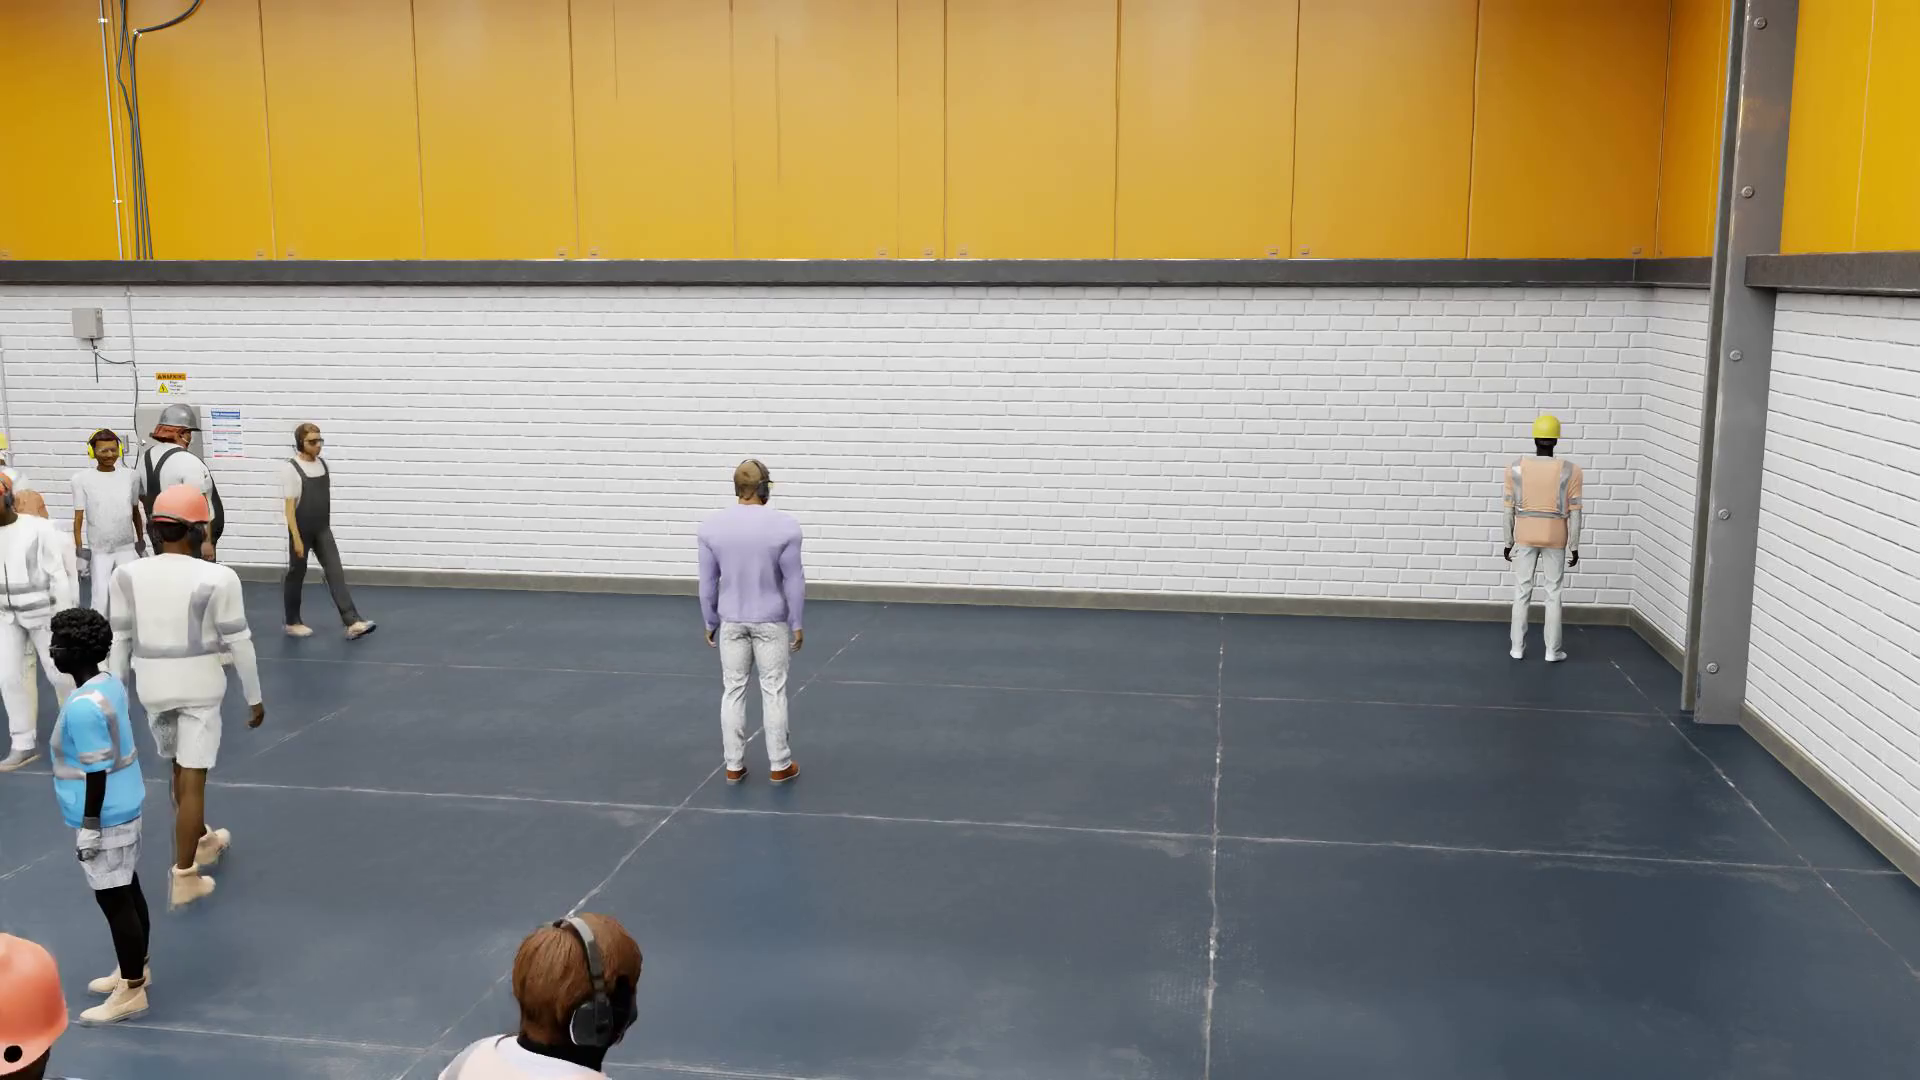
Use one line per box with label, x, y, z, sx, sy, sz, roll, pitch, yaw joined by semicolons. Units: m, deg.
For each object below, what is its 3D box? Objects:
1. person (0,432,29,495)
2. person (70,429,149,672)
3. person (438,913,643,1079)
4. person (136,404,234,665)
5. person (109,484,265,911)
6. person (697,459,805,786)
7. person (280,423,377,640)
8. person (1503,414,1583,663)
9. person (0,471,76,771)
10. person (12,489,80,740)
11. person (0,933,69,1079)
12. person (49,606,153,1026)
person;-7.489;0.036;12.948;0.622;1.816;0.451;0;9;0
person;-6.358;0.091;12.477;0.309;1.864;0.535;9;13;42
person;-0.651;1.603;3.319;0.859;1.806;0.627;-8;12;-41
person;-5.926;-0.044;12.769;0.679;2.000;0.537;5;11;29
person;-3.731;0.721;8.149;0.652;2.004;0.932;0;9;2
person;-1.220;0.490;9.797;0.630;1.936;0.369;1;9;8
person;-5.254;-0.054;13.584;0.967;1.791;0.527;5;10;26
person;4.500;-0.007;12.879;0.588;1.930;0.361;5;10;26
person;-5.723;0.459;10.300;0.600;1.849;0.717;0;9;1
person;-5.970;0.484;10.764;0.500;1.633;0.285;-6;11;-31
person;-1.732;1.601;3.081;0.544;1.906;0.956;-3;10;-19
person;-3.479;1.105;6.737;0.320;1.695;0.537;-3;10;-18
